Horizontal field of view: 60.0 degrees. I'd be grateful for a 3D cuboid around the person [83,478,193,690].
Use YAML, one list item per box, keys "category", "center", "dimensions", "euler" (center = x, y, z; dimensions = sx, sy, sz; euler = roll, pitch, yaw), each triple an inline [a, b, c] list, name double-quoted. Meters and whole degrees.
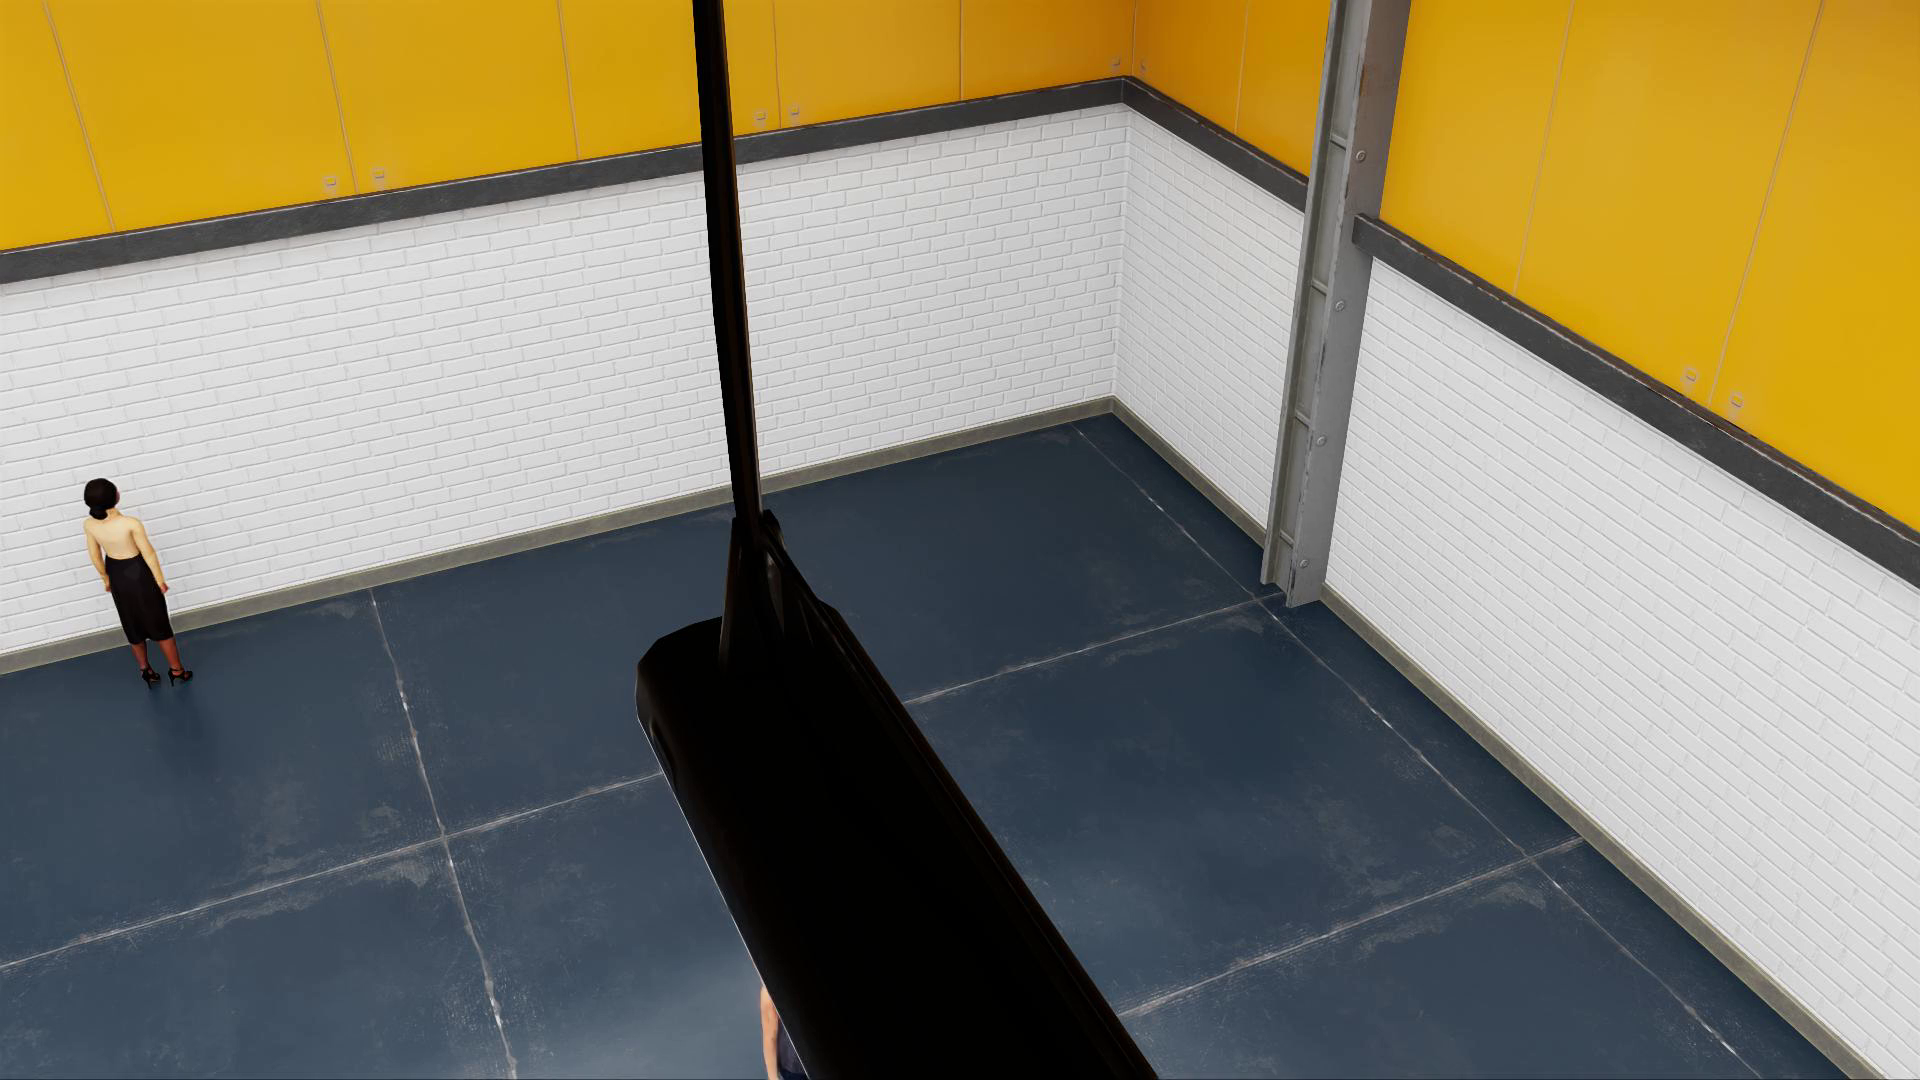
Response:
- category: "person"
  center: [-5.564, 0.300, 11.188]
  dimensions: [0.652, 1.653, 0.670]
  euler: [0, 34, 0]
